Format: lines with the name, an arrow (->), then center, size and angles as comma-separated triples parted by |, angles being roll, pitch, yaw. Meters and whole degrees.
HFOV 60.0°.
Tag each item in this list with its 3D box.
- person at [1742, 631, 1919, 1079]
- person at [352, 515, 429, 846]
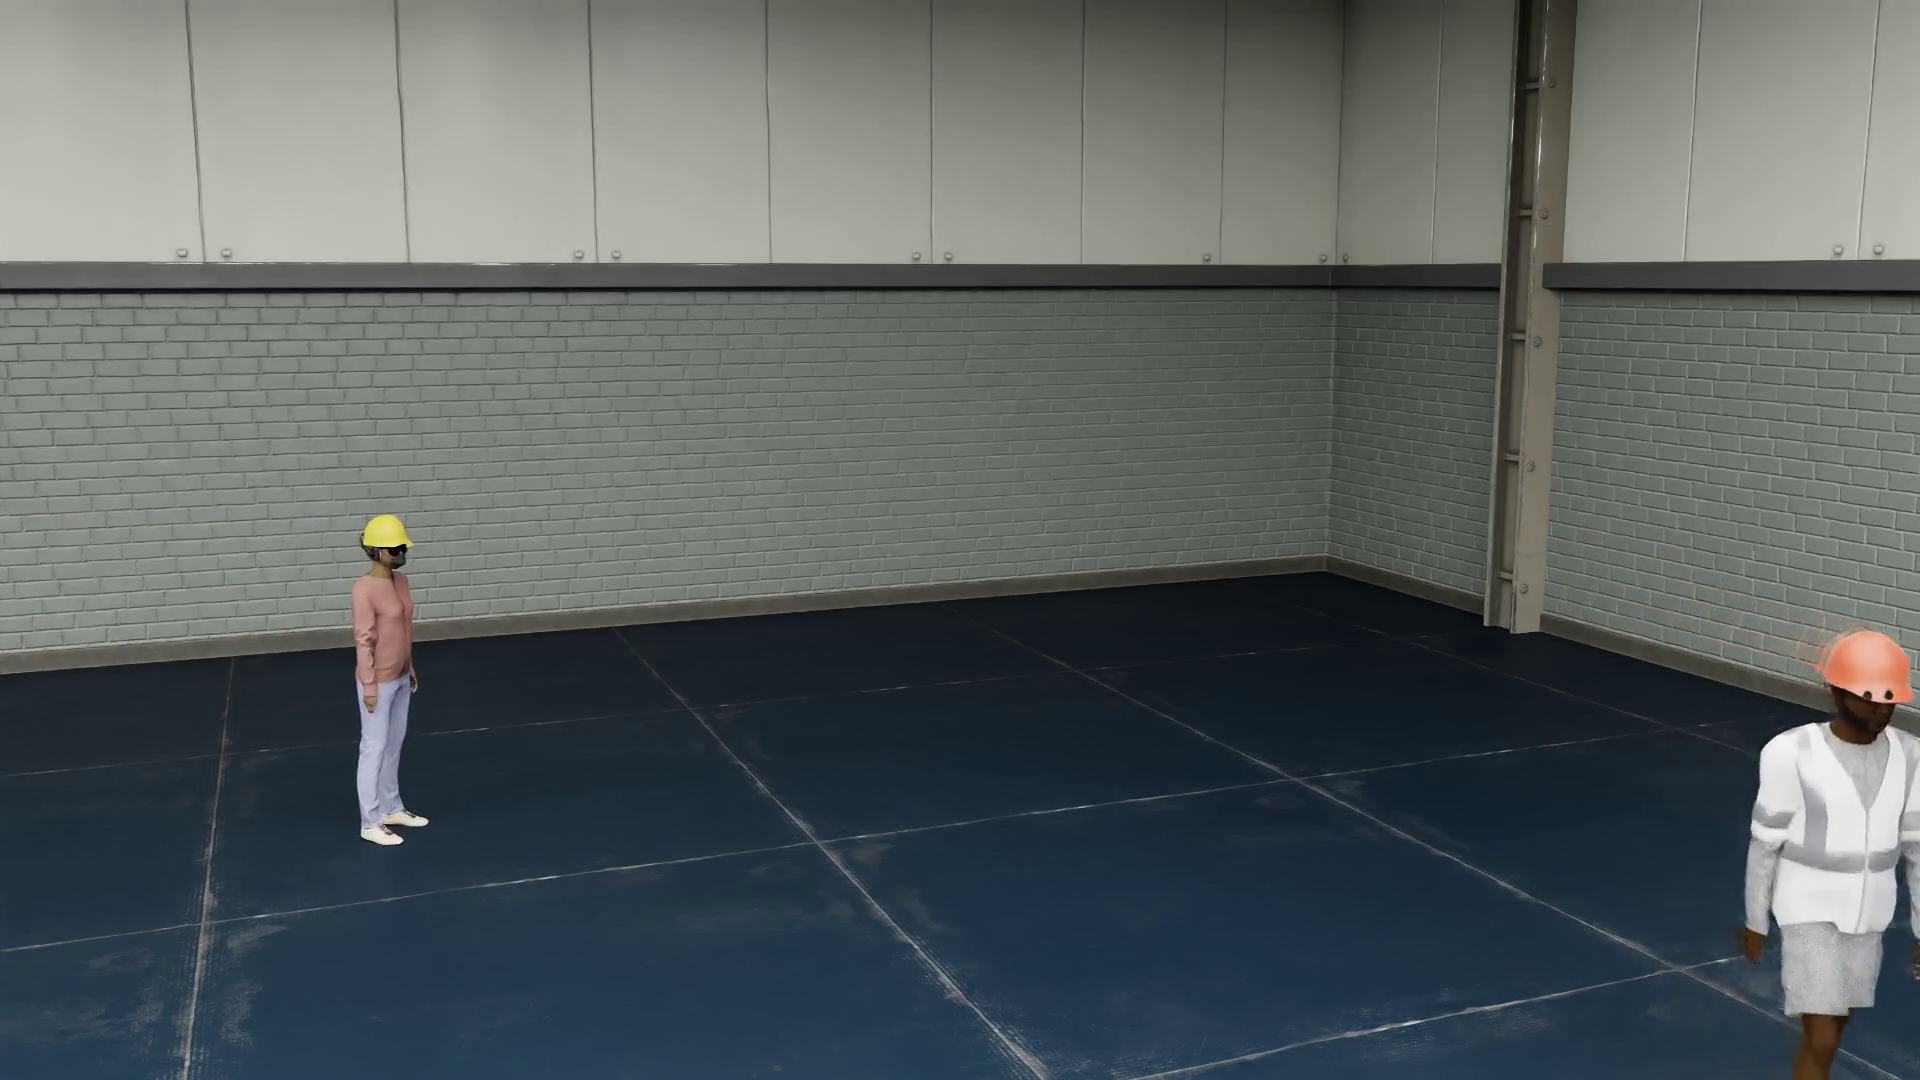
person -> 2.882, 1.243, 5.346 | 0.554, 1.906, 0.803 | -1, 9, -5
person -> -3.059, 0.738, 8.939 | 0.328, 1.767, 0.530 | 1, 9, 7
